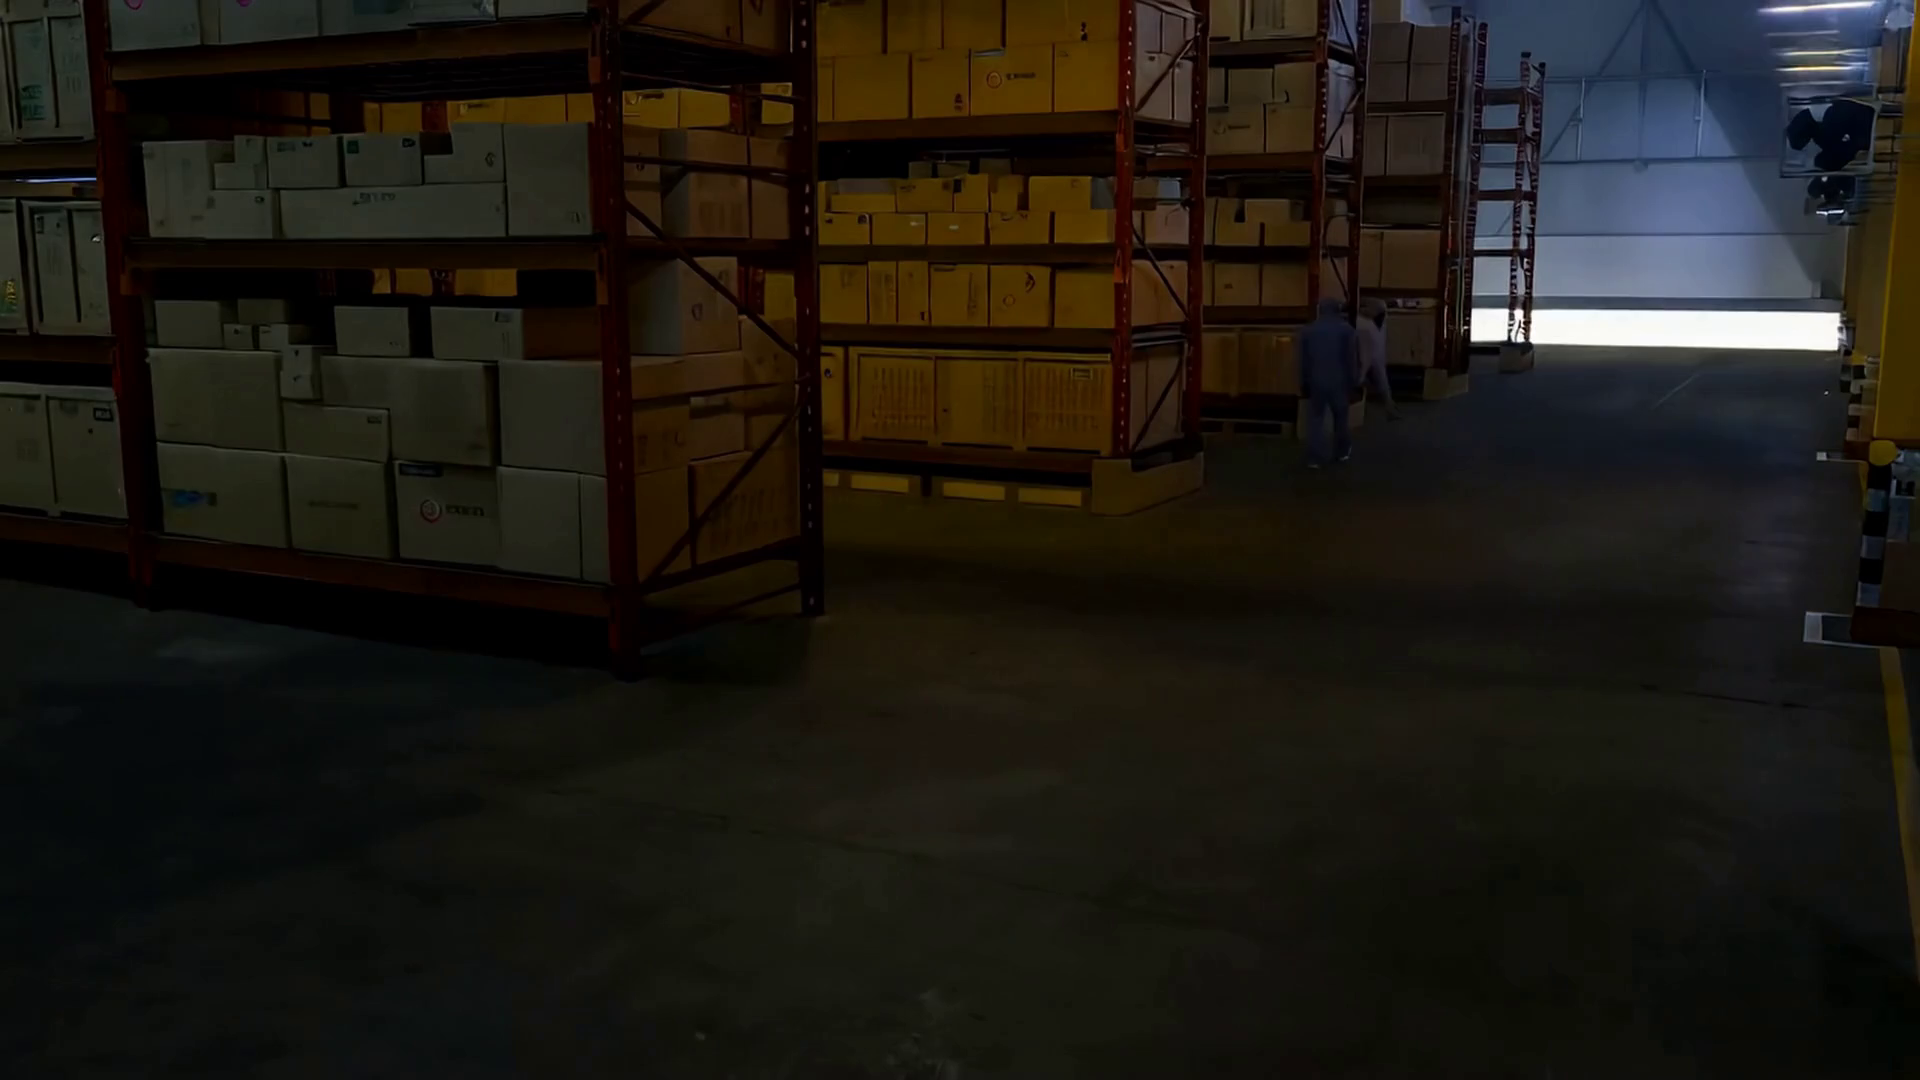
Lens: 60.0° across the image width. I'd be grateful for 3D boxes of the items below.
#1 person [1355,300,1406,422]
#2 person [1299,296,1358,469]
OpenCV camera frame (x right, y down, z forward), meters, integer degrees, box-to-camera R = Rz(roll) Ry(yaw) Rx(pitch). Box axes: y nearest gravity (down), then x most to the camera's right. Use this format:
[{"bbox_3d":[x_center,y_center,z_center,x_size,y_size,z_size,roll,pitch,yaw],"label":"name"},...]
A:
[{"bbox_3d":[5.725,-2.467,22.996,0.577,1.683,0.942,-7,12,-36],"label":"person"},{"bbox_3d":[4.030,-1.721,18.181,0.654,1.850,0.999,4,11,24],"label":"person"}]
